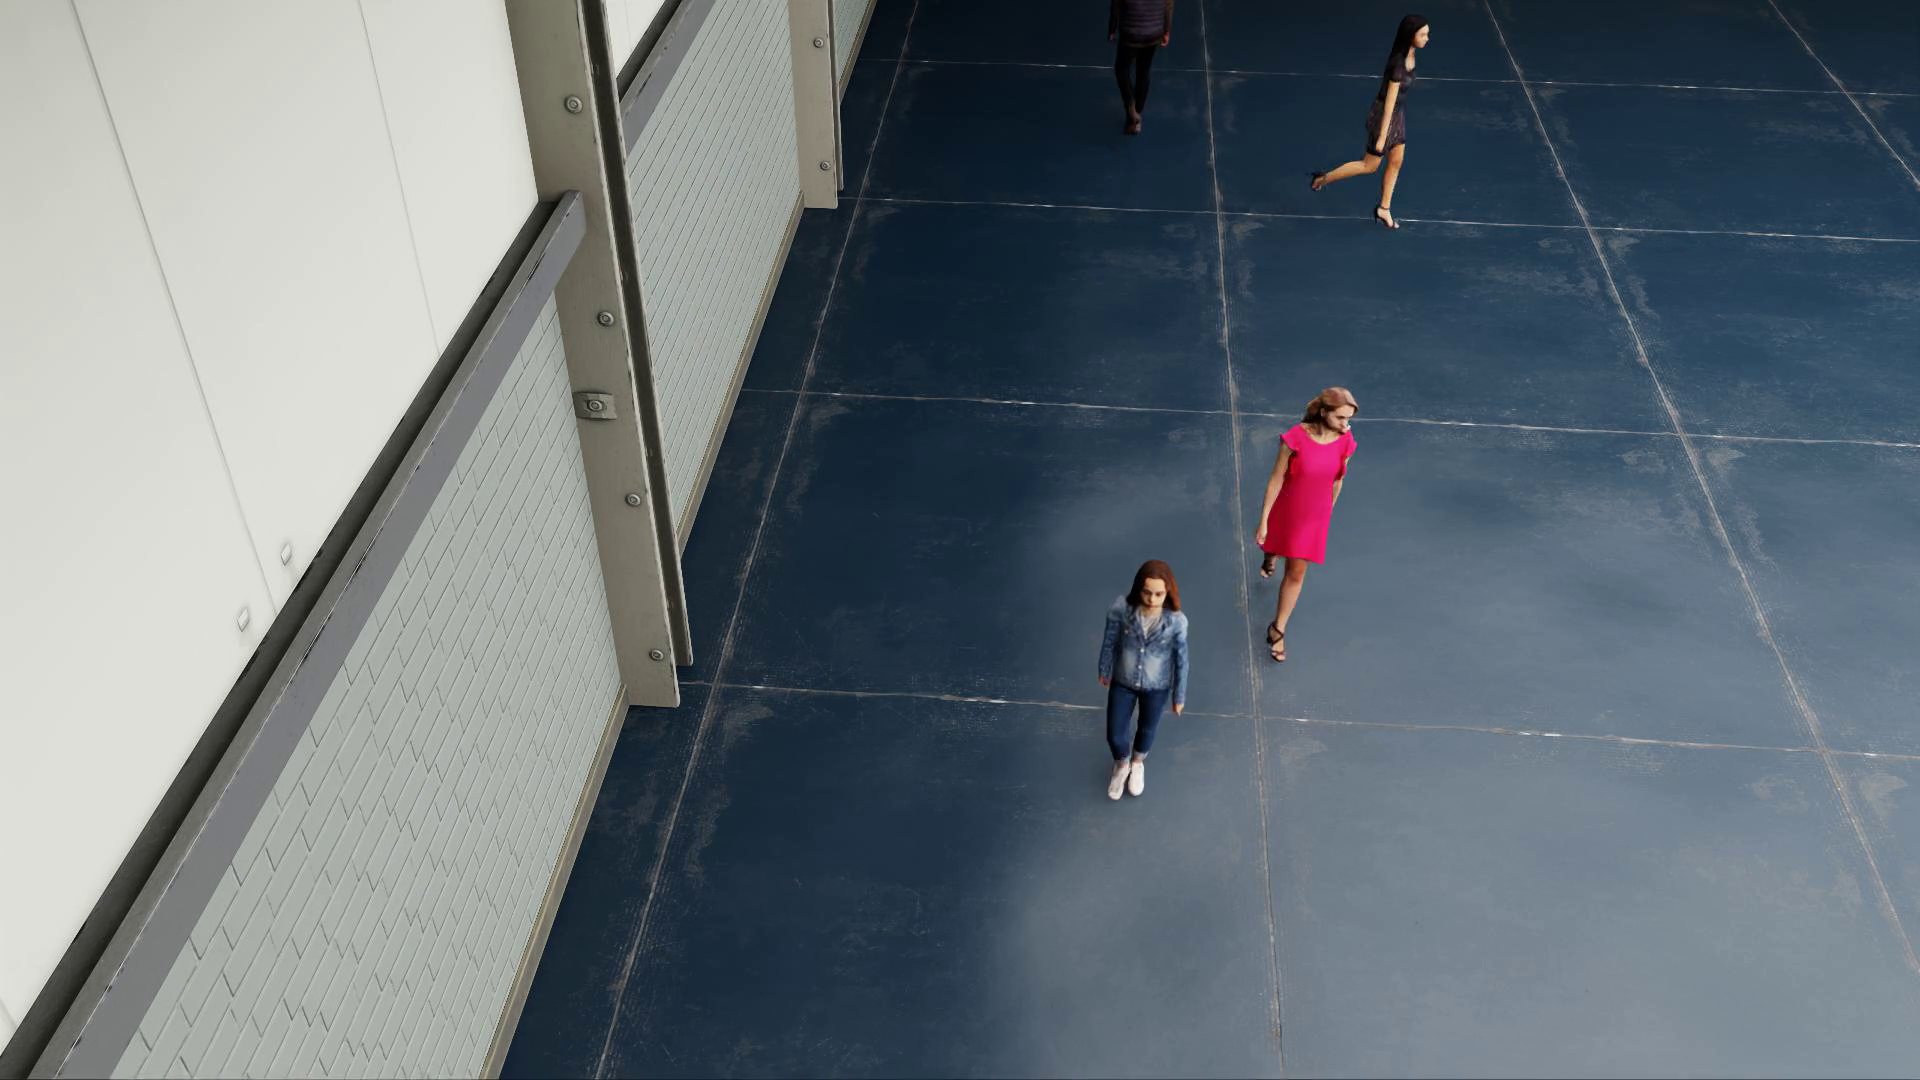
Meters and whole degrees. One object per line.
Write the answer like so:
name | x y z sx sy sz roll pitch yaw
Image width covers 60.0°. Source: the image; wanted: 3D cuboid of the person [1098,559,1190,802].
person | 0.914 0.650 8.291 0.620 1.469 0.575 7 39 9

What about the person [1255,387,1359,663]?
person | 1.849 -0.189 9.201 0.630 1.670 1.017 6 38 8

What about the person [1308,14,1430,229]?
person | 3.249 -3.277 13.082 0.906 1.751 1.046 16 41 19

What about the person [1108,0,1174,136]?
person | 1.555 -4.351 14.395 0.767 1.825 0.924 -1 38 -2
